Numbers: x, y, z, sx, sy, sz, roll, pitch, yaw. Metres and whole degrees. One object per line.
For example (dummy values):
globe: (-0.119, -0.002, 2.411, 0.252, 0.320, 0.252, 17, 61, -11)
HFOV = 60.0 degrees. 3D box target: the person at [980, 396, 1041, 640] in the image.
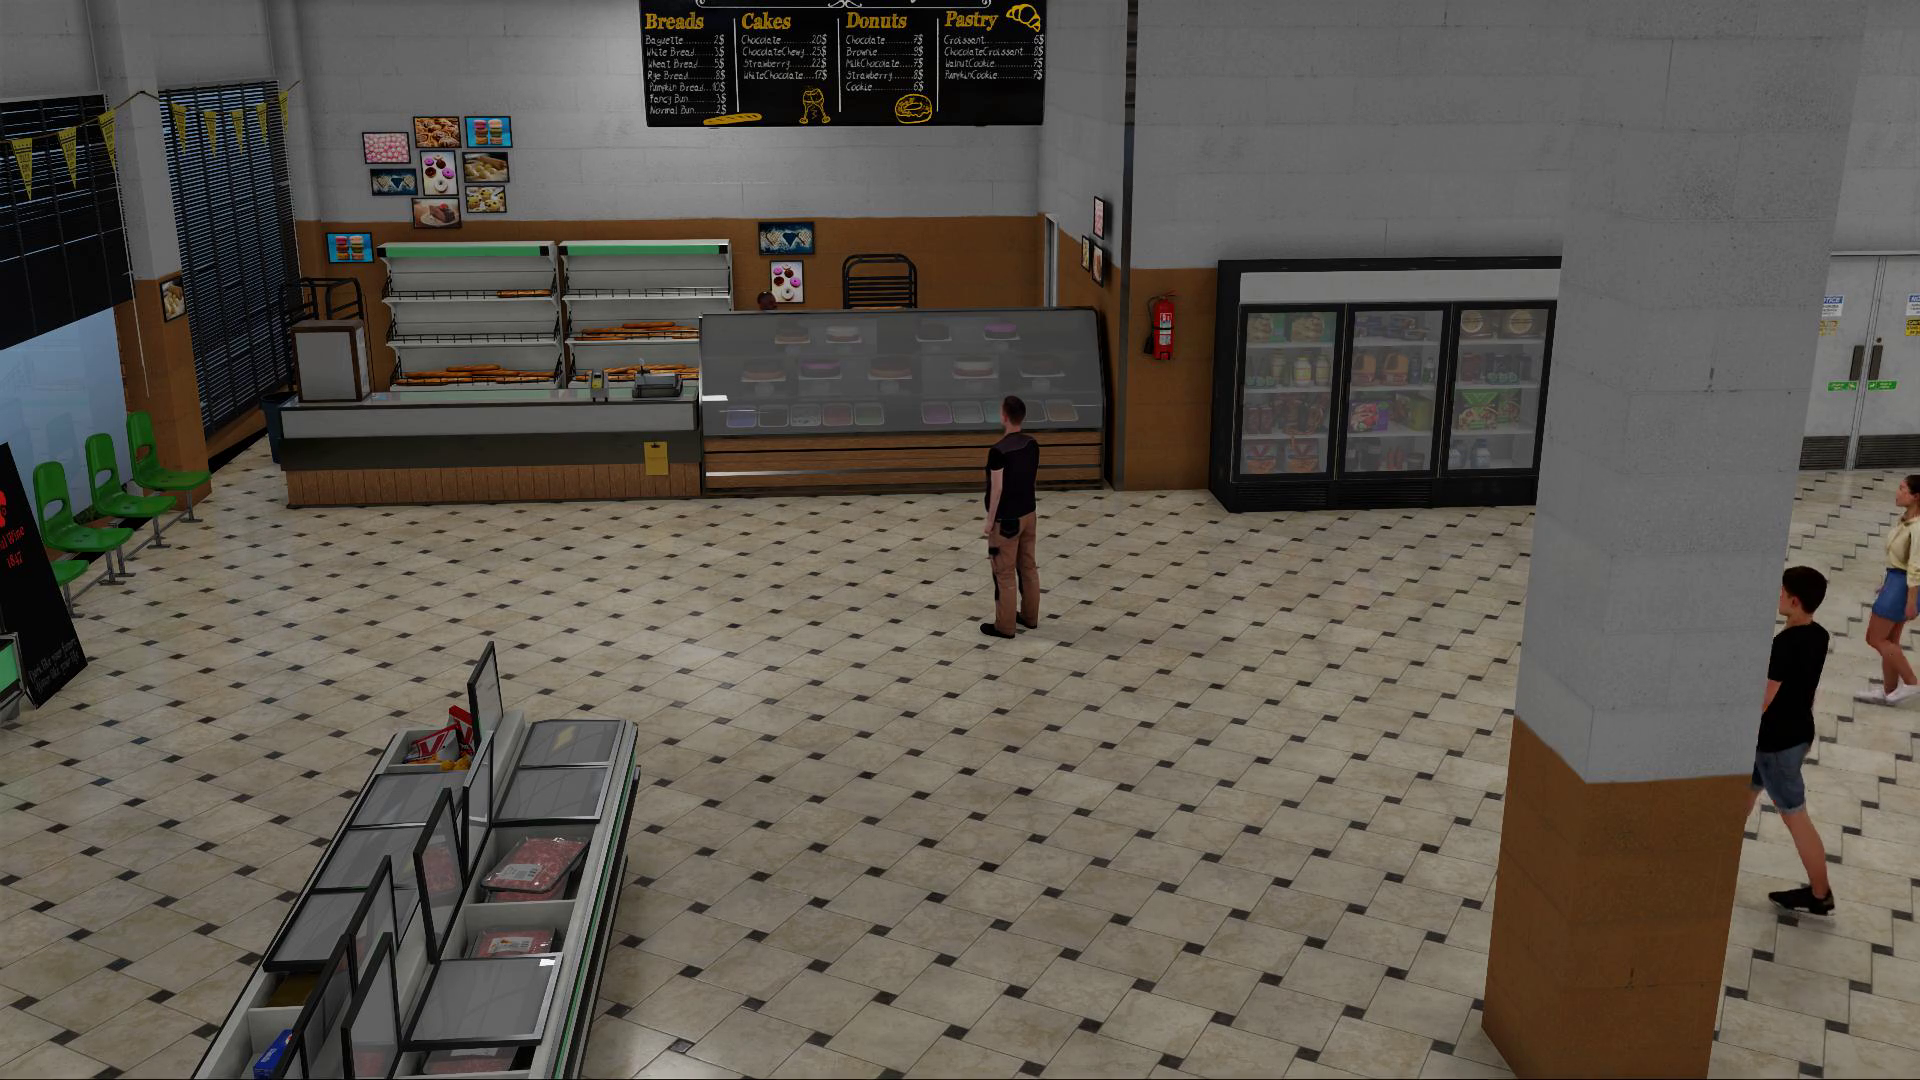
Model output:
person: (0.399, -0.185, 12.539, 0.823, 1.842, 0.769, 14, 22, 39)

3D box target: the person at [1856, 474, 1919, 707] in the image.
person: (6.380, 0.361, 11.122, 0.830, 1.621, 0.750, 9, 19, 27)
